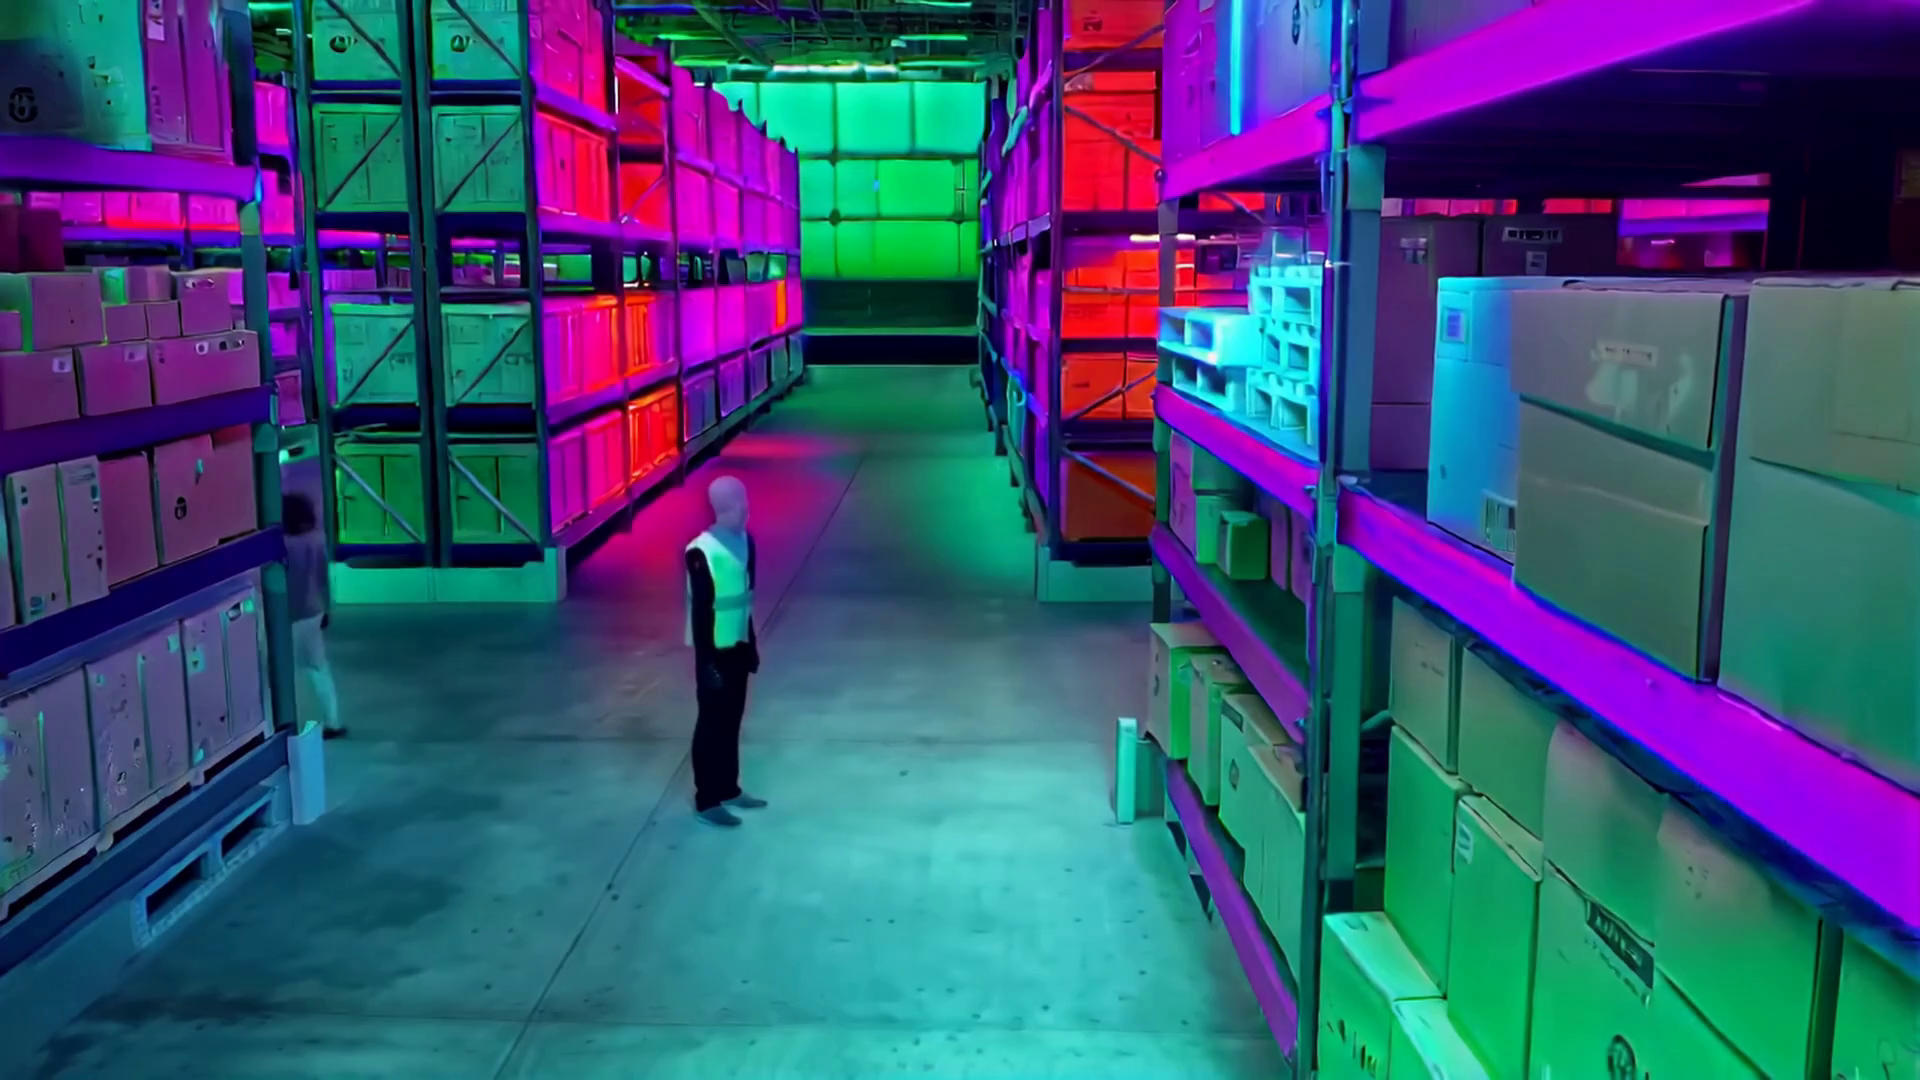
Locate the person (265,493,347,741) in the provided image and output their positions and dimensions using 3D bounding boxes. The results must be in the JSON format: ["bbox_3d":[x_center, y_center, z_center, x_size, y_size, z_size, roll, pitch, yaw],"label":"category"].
[{"bbox_3d":[-4.308,0.505,10.640,0.755,1.600,0.520,0,9,-2],"label":"person"}]

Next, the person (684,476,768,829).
[{"bbox_3d":[-1.298,0.596,9.145,0.398,1.920,0.588,4,10,21],"label":"person"}]
